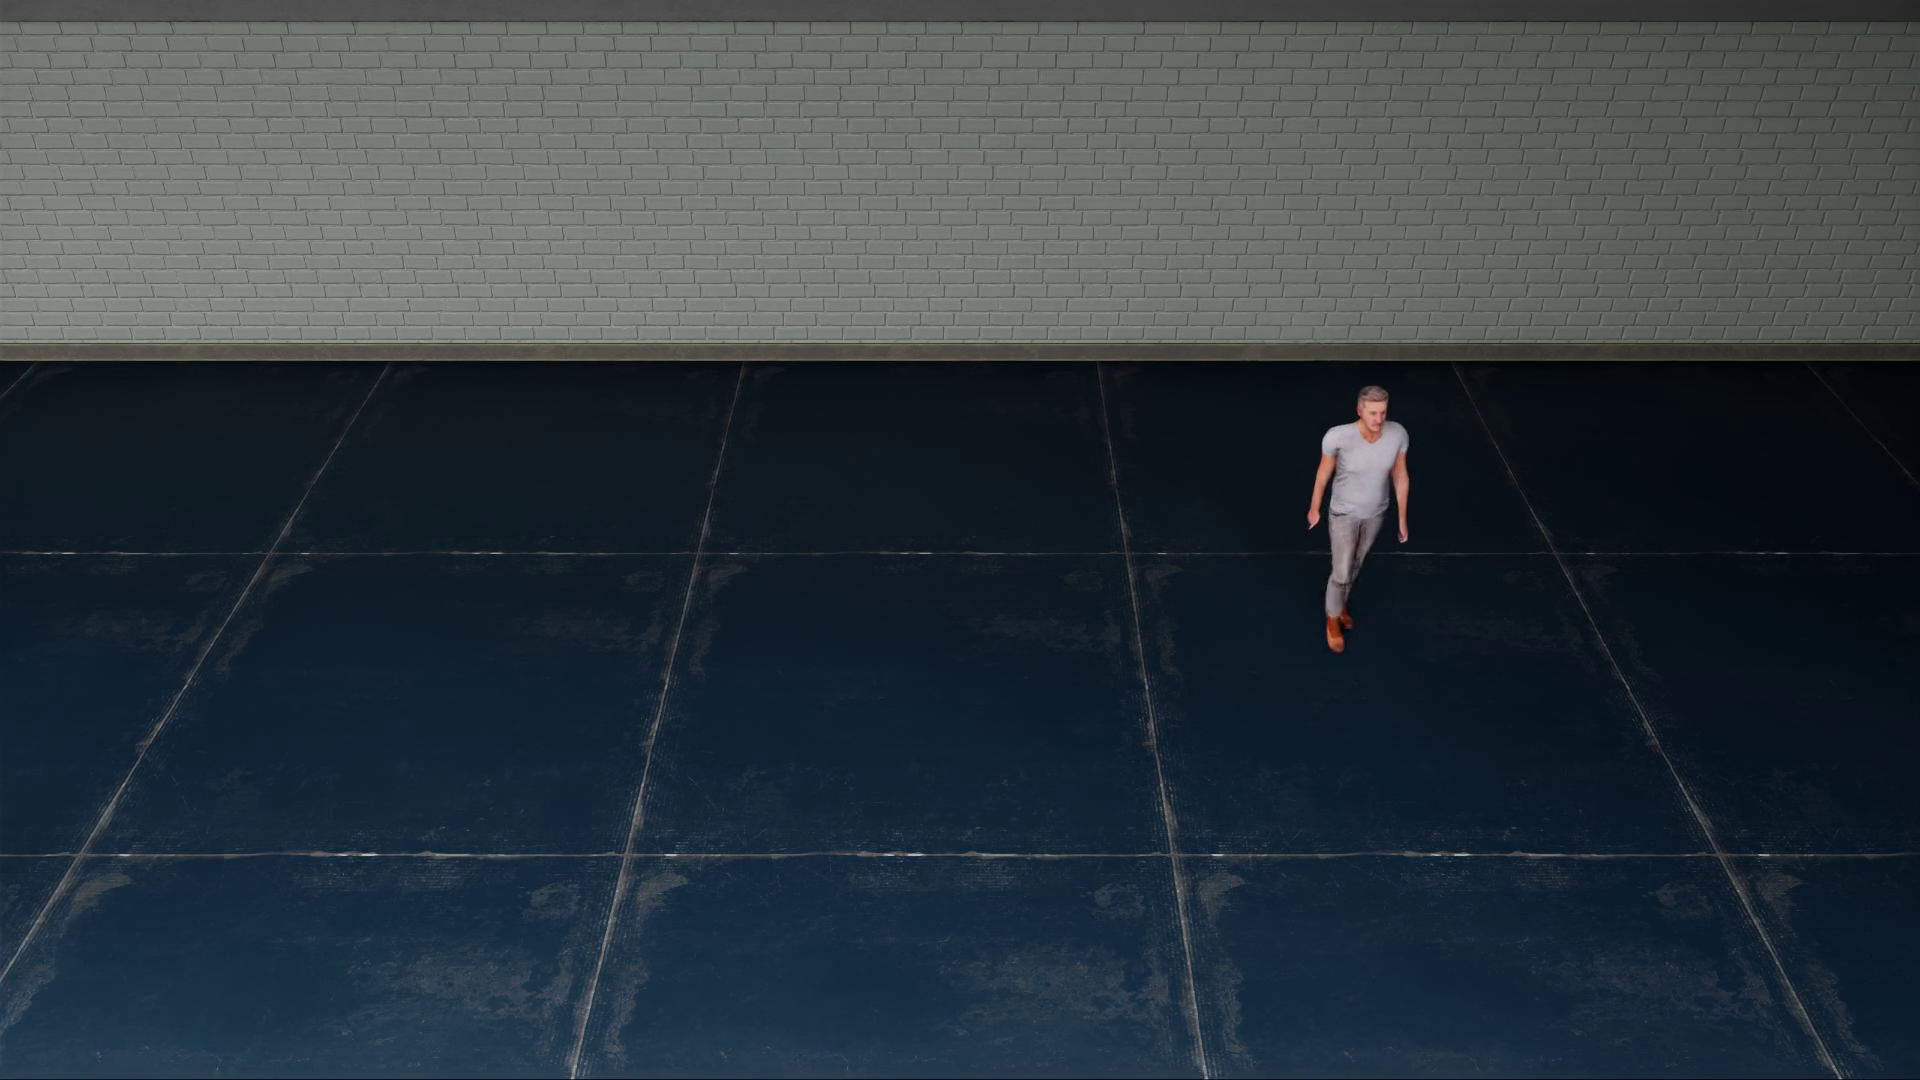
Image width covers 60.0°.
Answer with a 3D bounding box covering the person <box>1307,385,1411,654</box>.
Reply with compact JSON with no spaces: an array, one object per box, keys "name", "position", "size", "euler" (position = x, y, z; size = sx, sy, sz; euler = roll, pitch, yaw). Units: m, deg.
[{"name":"person","position":[2.459,-0.232,10.479],"size":[0.787,1.803,0.851],"euler":[-8,34,-12]}]
